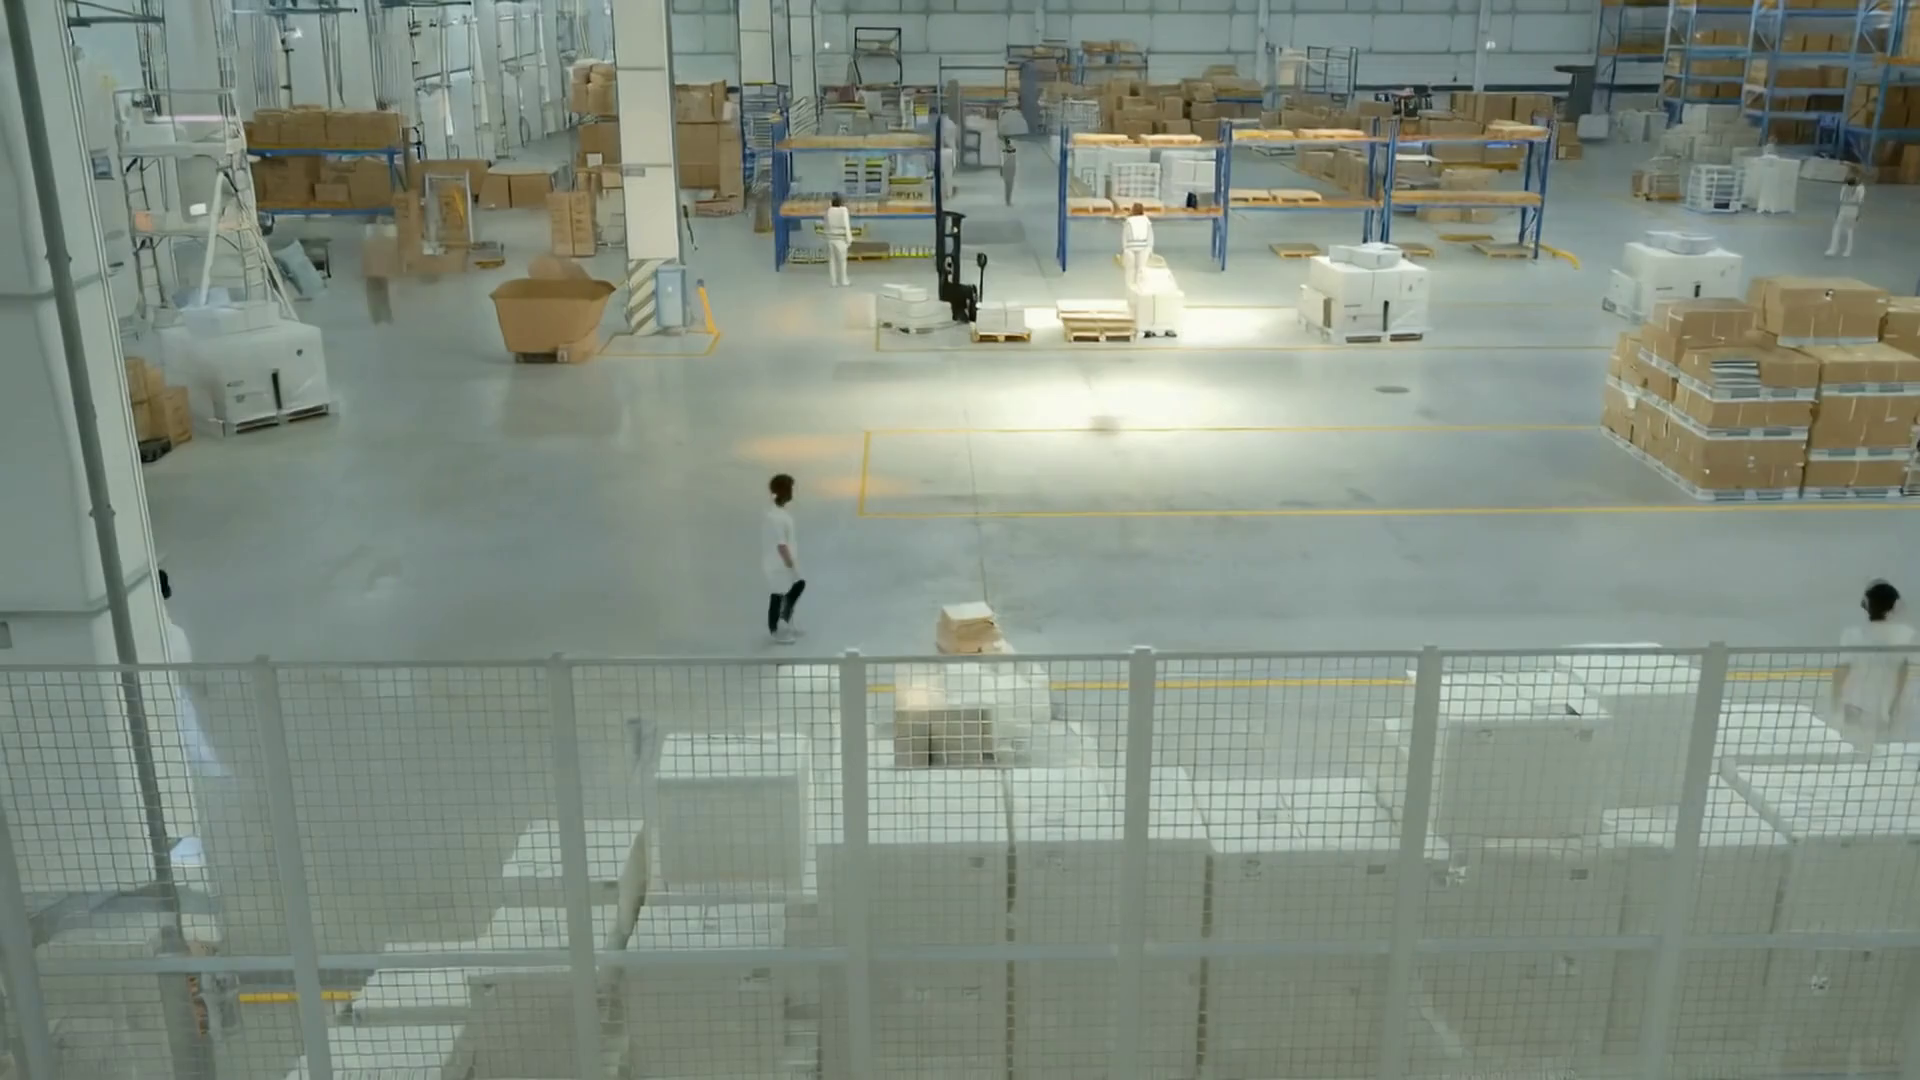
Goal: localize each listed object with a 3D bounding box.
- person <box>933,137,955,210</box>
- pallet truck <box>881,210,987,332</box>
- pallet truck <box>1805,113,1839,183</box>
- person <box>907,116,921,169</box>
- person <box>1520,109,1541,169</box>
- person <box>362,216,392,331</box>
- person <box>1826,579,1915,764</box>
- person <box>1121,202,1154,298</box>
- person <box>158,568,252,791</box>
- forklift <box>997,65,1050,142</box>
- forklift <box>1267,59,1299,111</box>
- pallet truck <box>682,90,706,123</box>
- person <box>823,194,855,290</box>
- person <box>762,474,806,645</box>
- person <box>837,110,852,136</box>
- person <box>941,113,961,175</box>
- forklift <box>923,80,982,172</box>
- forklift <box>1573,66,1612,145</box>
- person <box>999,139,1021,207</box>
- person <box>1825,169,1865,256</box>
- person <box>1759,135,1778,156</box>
[{"bbox_3d":[-0.485,-9.715,44.173,0.655,1.914,0.803,8,20,23],"label":"person"},{"bbox_3d":[-0.493,-4.759,29.349,1.885,1.965,0.823,-13,23,-34],"label":"pallet truck"},{"bbox_3d":[26.403,-11.957,50.702,0.823,1.965,1.885,6,19,16],"label":"pallet truck"},{"bbox_3d":[-1.470,-12.754,53.476,0.480,1.733,0.333,-6,19,-16],"label":"person"},{"bbox_3d":[18.550,-13.105,54.294,0.599,1.881,0.924,-12,22,-32],"label":"person"},{"bbox_3d":[-10.224,-4.666,29.115,0.461,1.983,0.633,6,19,16],"label":"person"},{"bbox_3d":[6.515,1.182,11.937,0.532,1.859,0.563,2,19,6],"label":"person"},{"bbox_3d":[3.399,-5.569,32.015,0.624,1.835,0.431,-1,19,-2],"label":"person"},{"bbox_3d":[-5.828,1.044,12.407,0.771,1.814,0.657,-13,22,-33],"label":"person"},{"bbox_3d":[2.415,-16.503,62.828,1.873,2.768,1.129,-2,19,-7],"label":"forklift"},{"bbox_3d":[13.179,-18.071,67.481,1.129,2.768,1.873,0,19,-1],"label":"forklift"},{"bbox_3d":[-9.671,-15.907,62.421,0.823,1.965,1.885,5,19,15],"label":"pallet truck"},{"bbox_3d":[-2.397,-5.891,32.914,0.661,1.870,0.345,9,21,24],"label":"person"},{"bbox_3d":[-1.602,0.192,15.177,0.435,1.669,0.549,2,19,5],"label":"person"},{"bbox_3d":[-3.985,-14.040,57.471,0.518,1.623,0.687,0,19,1],"label":"person"},{"bbox_3d":[-0.328,-12.531,52.565,0.635,1.901,0.950,-7,20,-20],"label":"person"},{"bbox_3d":[-0.248,-13.248,53.171,1.873,2.768,1.129,-1,19,-1],"label":"forklift"},{"bbox_3d":[23.293,-16.232,62.025,1.873,2.768,1.129,17,25,41],"label":"forklift"},{"bbox_3d":[1.347,-9.960,45.102,0.528,1.785,0.993,-5,19,-14],"label":"person"},{"bbox_3d":[19.605,-7.213,36.772,0.771,1.909,0.568,-13,23,-34],"label":"person"},{"bbox_3d":[23.203,-10.823,47.860,0.548,1.644,0.889,2,19,6],"label":"person"}]
